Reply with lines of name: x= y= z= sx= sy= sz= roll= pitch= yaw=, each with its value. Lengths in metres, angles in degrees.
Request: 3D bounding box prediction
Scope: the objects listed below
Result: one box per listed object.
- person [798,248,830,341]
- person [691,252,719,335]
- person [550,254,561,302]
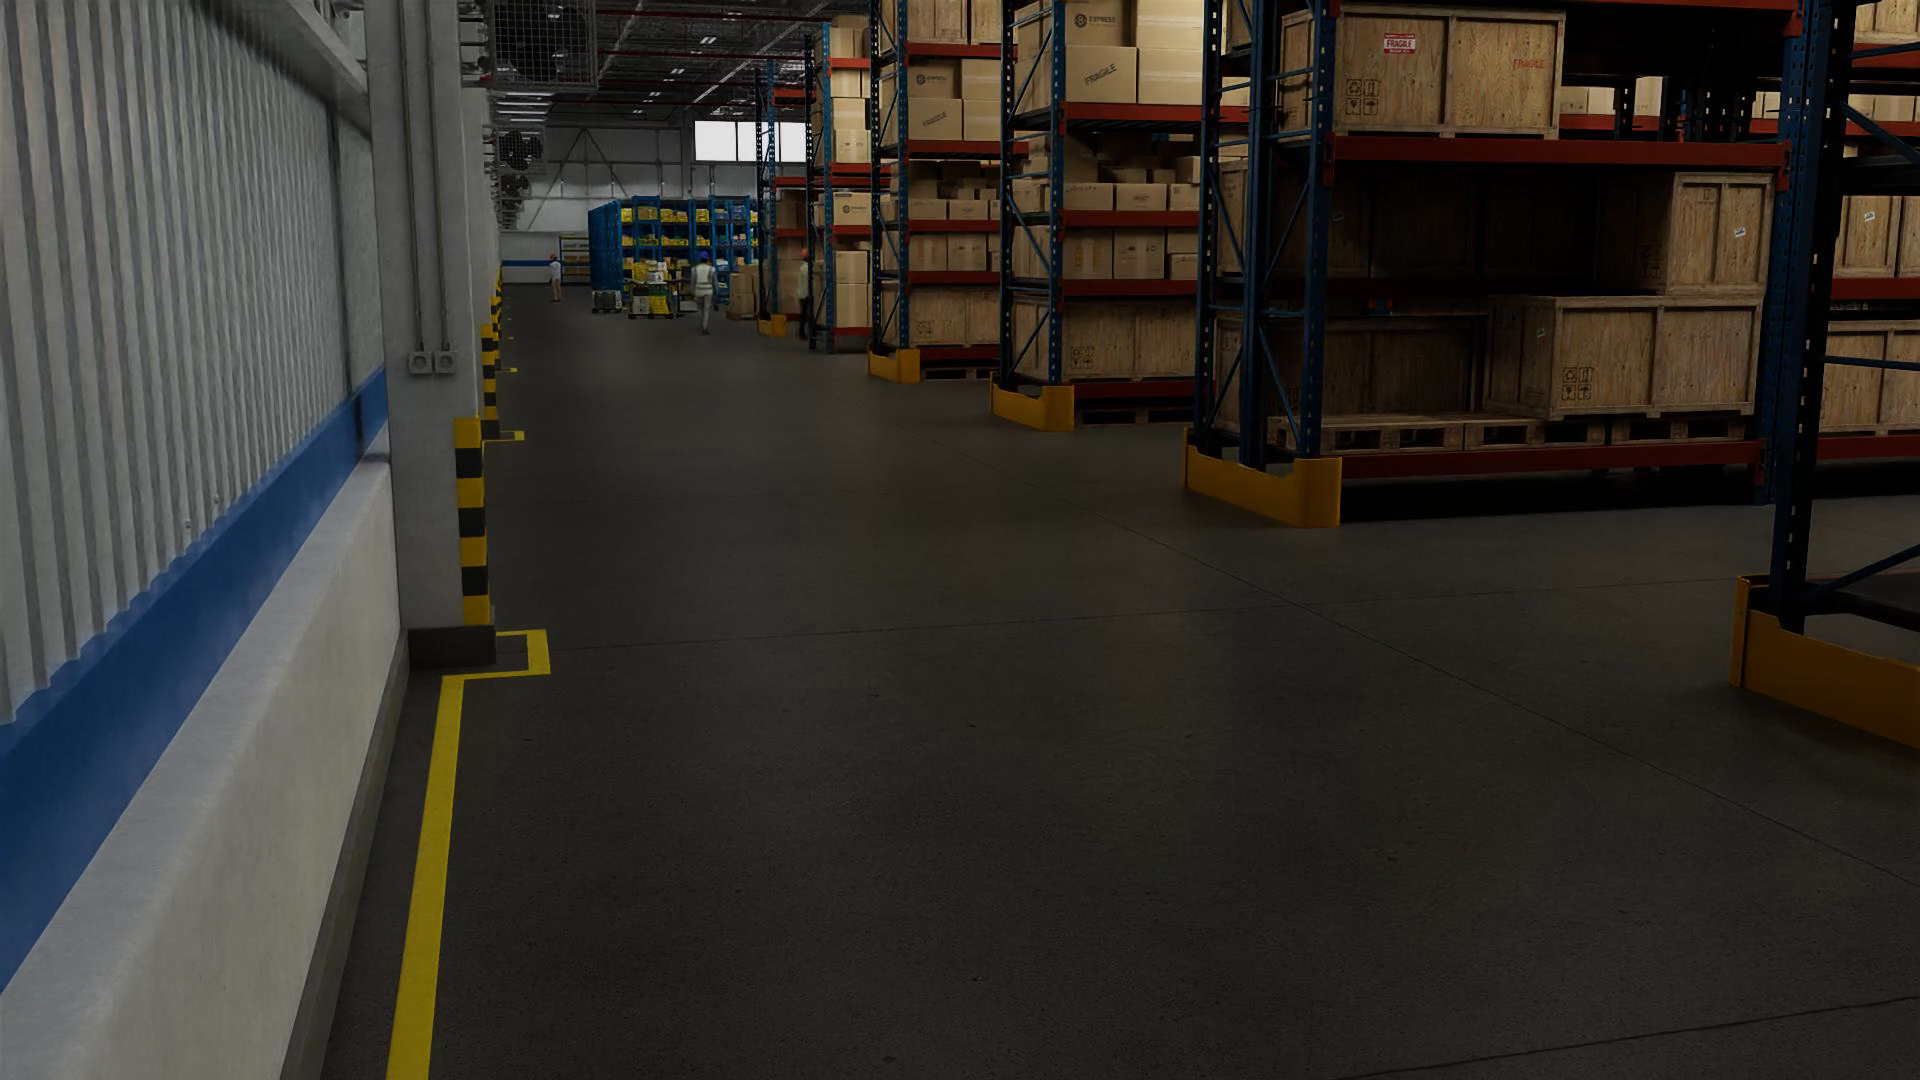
person: x=-3.123 y=-5.227 z=35.533 sx=0.807 sy=1.968 sz=0.646 roll=-4 pitch=11 yaw=-21
person: x=-5.904 y=-5.694 z=38.435 sx=0.618 sy=1.899 sz=0.997 roll=1 pitch=10 yaw=4
person: x=-14.790 y=-9.564 z=60.721 sx=0.327 sy=1.751 sz=0.560 roll=5 pitch=11 yaw=26
